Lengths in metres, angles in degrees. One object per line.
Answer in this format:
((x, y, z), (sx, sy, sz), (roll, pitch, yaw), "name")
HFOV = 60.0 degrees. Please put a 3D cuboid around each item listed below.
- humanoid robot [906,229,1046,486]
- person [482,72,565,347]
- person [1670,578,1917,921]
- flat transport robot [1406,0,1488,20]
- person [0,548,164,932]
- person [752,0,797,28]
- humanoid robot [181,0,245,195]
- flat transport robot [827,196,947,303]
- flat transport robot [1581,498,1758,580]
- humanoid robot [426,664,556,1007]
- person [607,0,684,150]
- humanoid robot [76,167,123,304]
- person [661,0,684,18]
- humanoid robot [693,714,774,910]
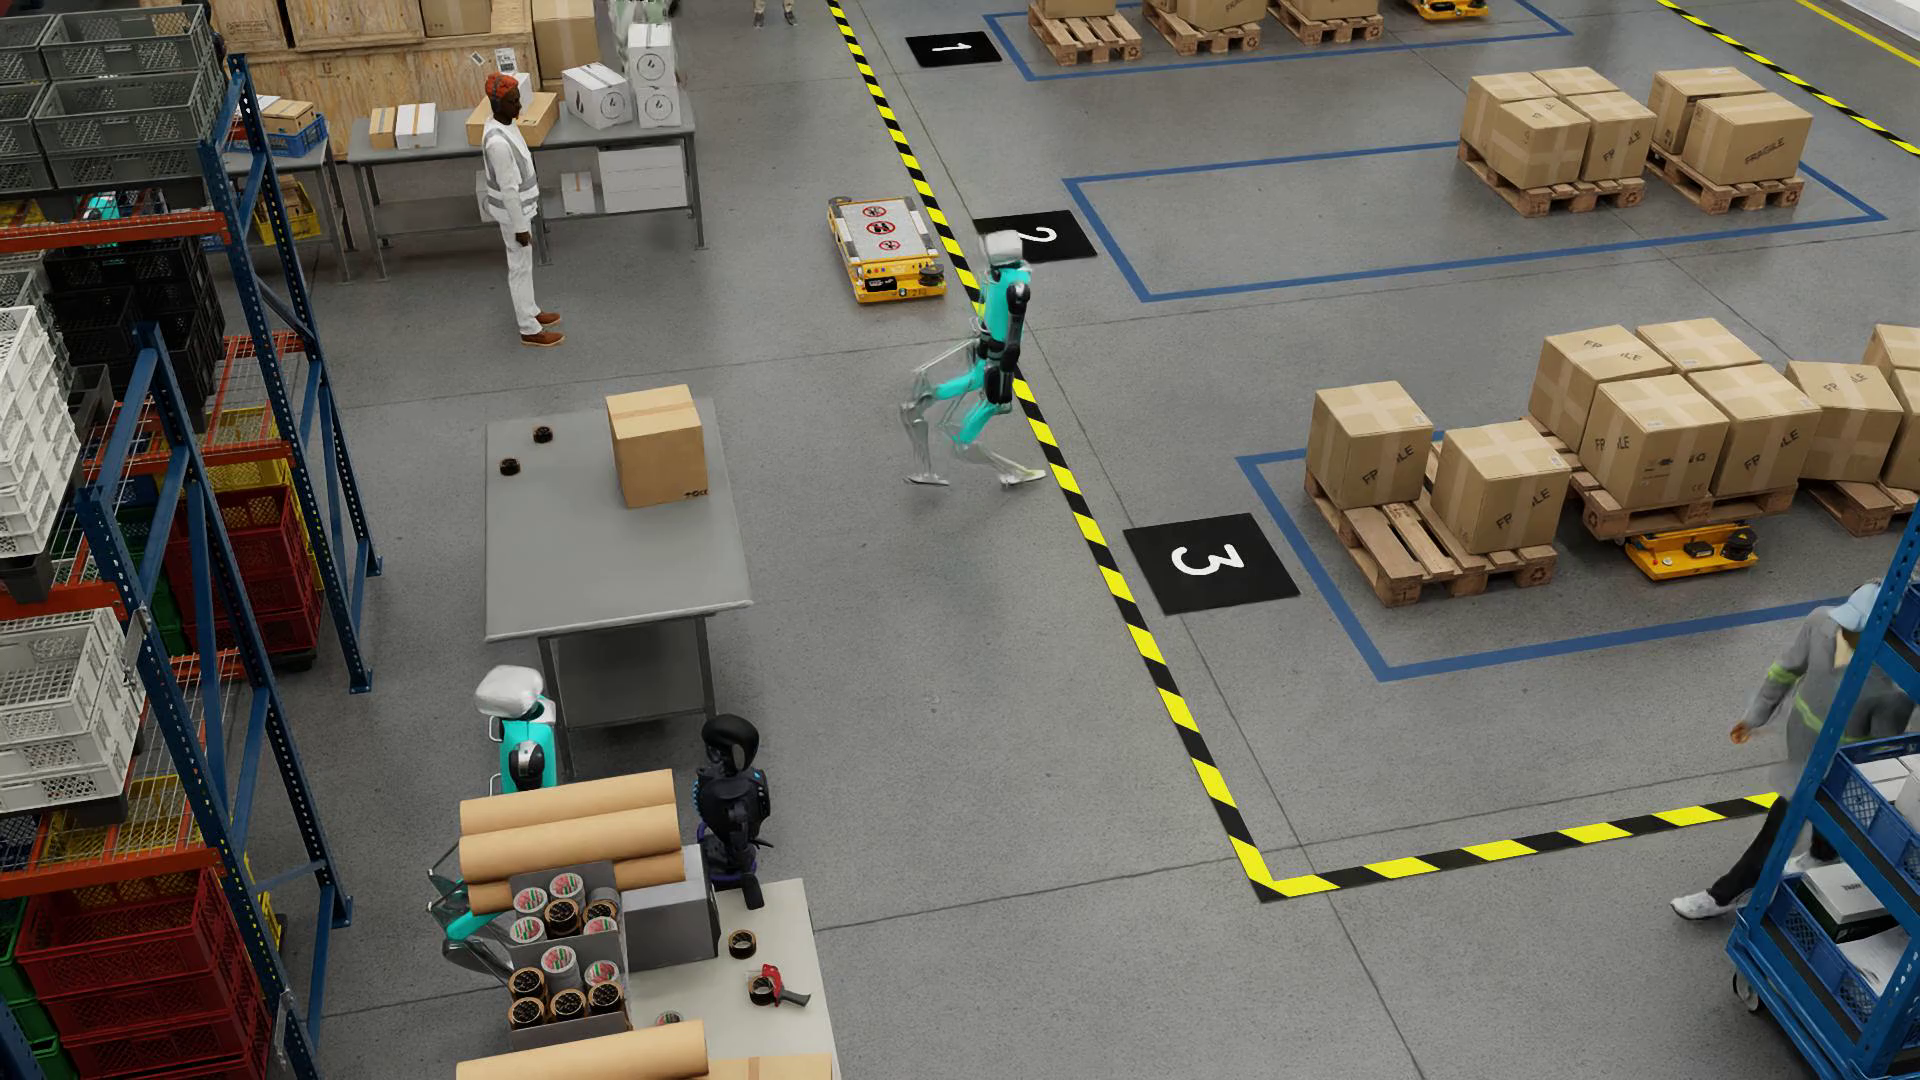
((-0.005, -0.934, 9.627), (1.035, 1.779, 0.546), (-8, 37, -10), "humanoid robot")
((-2.967, -2.209, 11.170), (0.361, 1.884, 0.573), (-6, 37, -9), "person")
((3.634, 0.881, 7.080), (0.973, 1.799, 0.589), (-7, 37, -9), "person")
((4.861, -5.755, 17.265), (0.652, 0.197, 1.431), (-8, 37, -10), "flat transport robot")
((-3.751, 0.819, 6.968), (0.387, 2.045, 0.605), (-6, 37, -9), "person")
((-1.843, -5.924, 16.260), (0.563, 1.765, 0.399), (-6, 37, -9), "person")
((-5.772, -3.422, 12.963), (0.315, 1.654, 0.599), (-8, 37, -10), "humanoid robot")
((-0.570, -2.220, 12.538), (0.659, 0.231, 1.431), (-8, 37, -10), "flat transport robot")
((4.062, -0.294, 9.926), (0.652, 0.197, 1.431), (-8, 37, -10), "flat transport robot")
((-1.880, 1.214, 6.581), (0.735, 1.674, 0.533), (-8, 37, -10), "humanoid robot")
((-2.502, -3.882, 13.393), (0.647, 1.912, 0.722), (31, 46, 34), "person")
((-5.387, -1.484, 10.205), (0.735, 1.677, 0.533), (-8, 37, -10), "humanoid robot")
((-3.018, -5.974, 16.295), (0.581, 1.802, 0.621), (18, 40, 23), "person")
((-0.871, 1.322, 6.586), (0.315, 1.654, 0.599), (-8, 37, -10), "humanoid robot")
